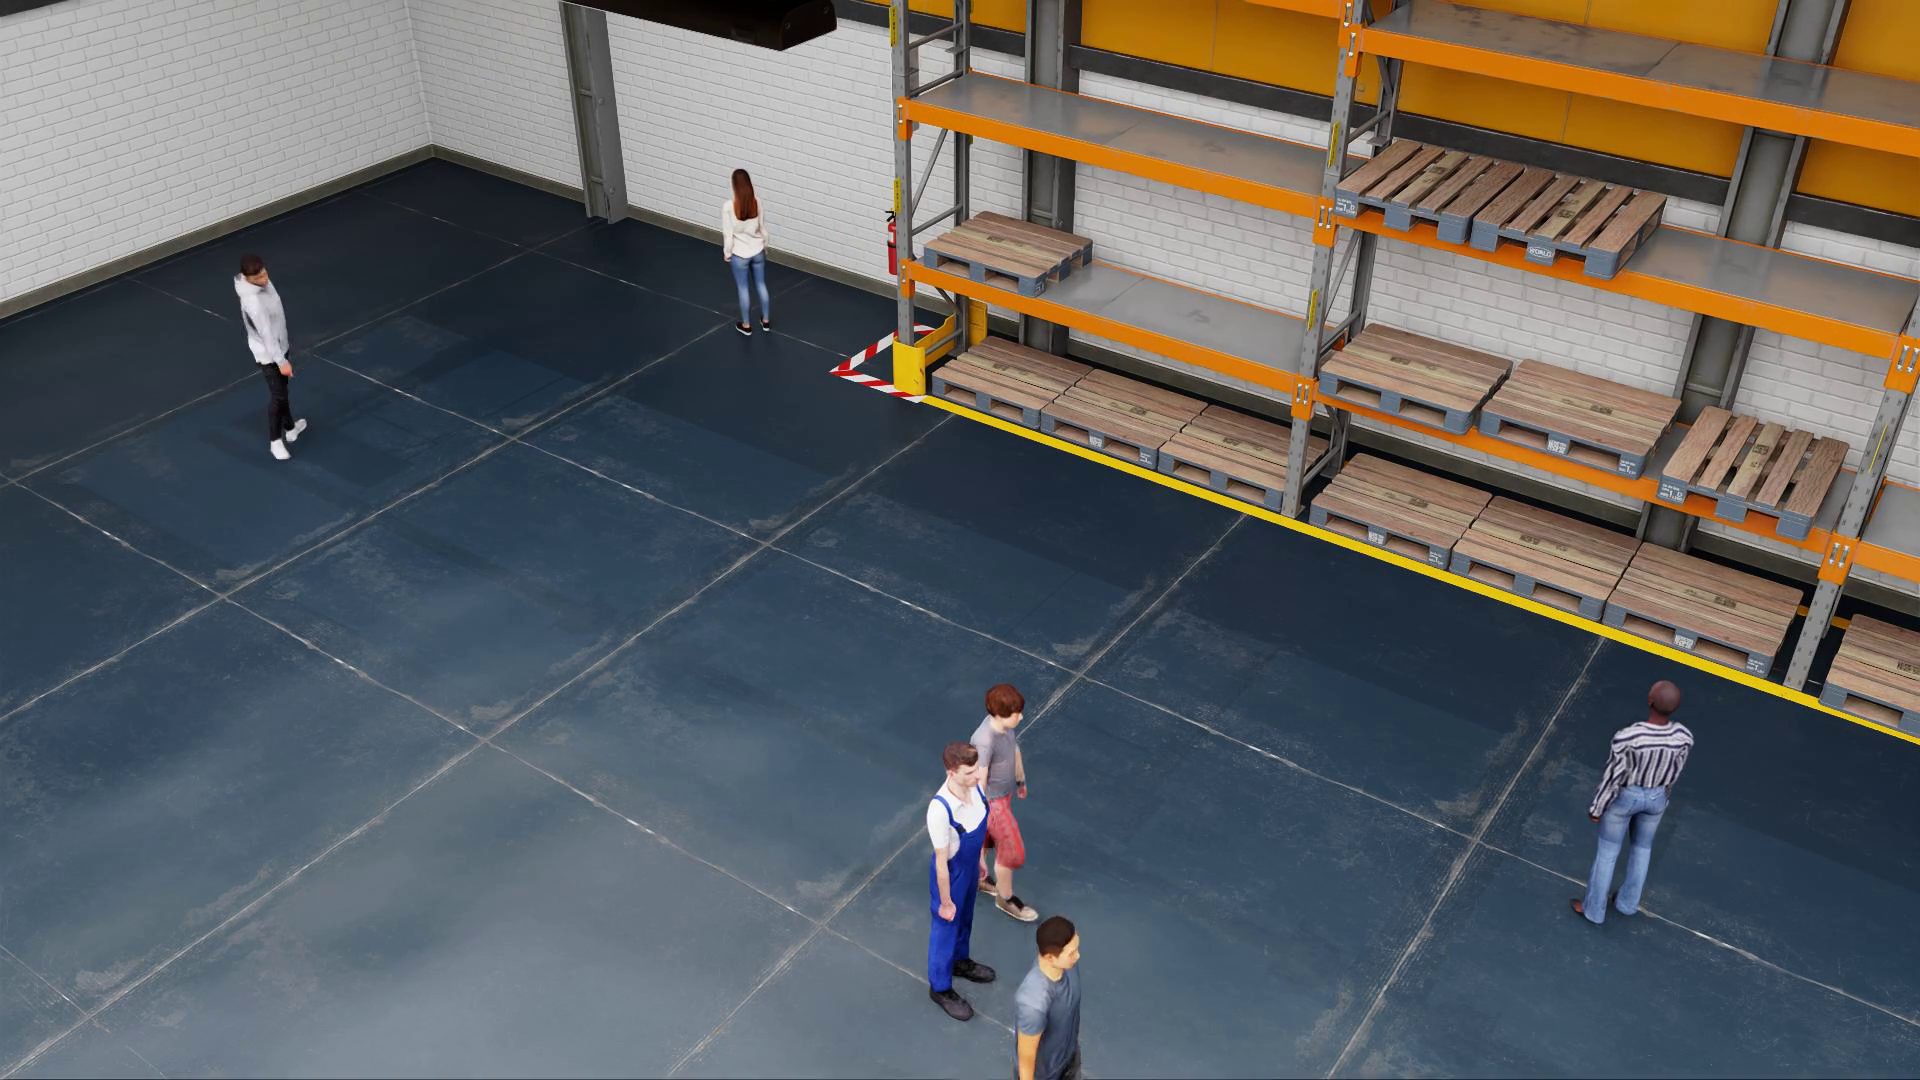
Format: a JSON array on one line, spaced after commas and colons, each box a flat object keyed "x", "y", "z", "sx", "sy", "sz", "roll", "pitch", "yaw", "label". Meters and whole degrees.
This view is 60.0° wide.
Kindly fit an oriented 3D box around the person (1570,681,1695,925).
[{"x": 3.932, "y": 1.547, "z": 9.700, "sx": 0.680, "sy": 1.796, "sz": 0.749, "roll": -4, "pitch": 34, "yaw": -7, "label": "person"}]

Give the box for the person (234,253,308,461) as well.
[{"x": -6.015, "y": -1.682, "z": 14.458, "sx": 0.988, "sy": 1.907, "sz": 0.873, "roll": -18, "pitch": 38, "yaw": -25, "label": "person"}]

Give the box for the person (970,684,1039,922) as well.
[{"x": 0.126, "y": 1.510, "z": 9.899, "sx": 0.804, "sy": 1.637, "sz": 0.684, "roll": 13, "pitch": 36, "yaw": 19, "label": "person"}]

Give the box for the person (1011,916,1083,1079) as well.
[{"x": 0.332, "y": 2.515, "z": 8.260, "sx": 1.109, "sy": 1.778, "sz": 0.750, "roll": 18, "pitch": 38, "yaw": 25, "label": "person"}]

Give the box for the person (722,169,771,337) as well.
[{"x": -2.090, "y": -2.840, "z": 16.392, "sx": 0.703, "sy": 1.694, "sz": 0.710, "roll": -15, "pitch": 36, "yaw": -21, "label": "person"}]

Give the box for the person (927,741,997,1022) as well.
[{"x": -0.018, "y": 1.833, "z": 9.221, "sx": 0.595, "sy": 1.850, "sz": 0.646, "roll": 17, "pitch": 37, "yaw": 24, "label": "person"}]
